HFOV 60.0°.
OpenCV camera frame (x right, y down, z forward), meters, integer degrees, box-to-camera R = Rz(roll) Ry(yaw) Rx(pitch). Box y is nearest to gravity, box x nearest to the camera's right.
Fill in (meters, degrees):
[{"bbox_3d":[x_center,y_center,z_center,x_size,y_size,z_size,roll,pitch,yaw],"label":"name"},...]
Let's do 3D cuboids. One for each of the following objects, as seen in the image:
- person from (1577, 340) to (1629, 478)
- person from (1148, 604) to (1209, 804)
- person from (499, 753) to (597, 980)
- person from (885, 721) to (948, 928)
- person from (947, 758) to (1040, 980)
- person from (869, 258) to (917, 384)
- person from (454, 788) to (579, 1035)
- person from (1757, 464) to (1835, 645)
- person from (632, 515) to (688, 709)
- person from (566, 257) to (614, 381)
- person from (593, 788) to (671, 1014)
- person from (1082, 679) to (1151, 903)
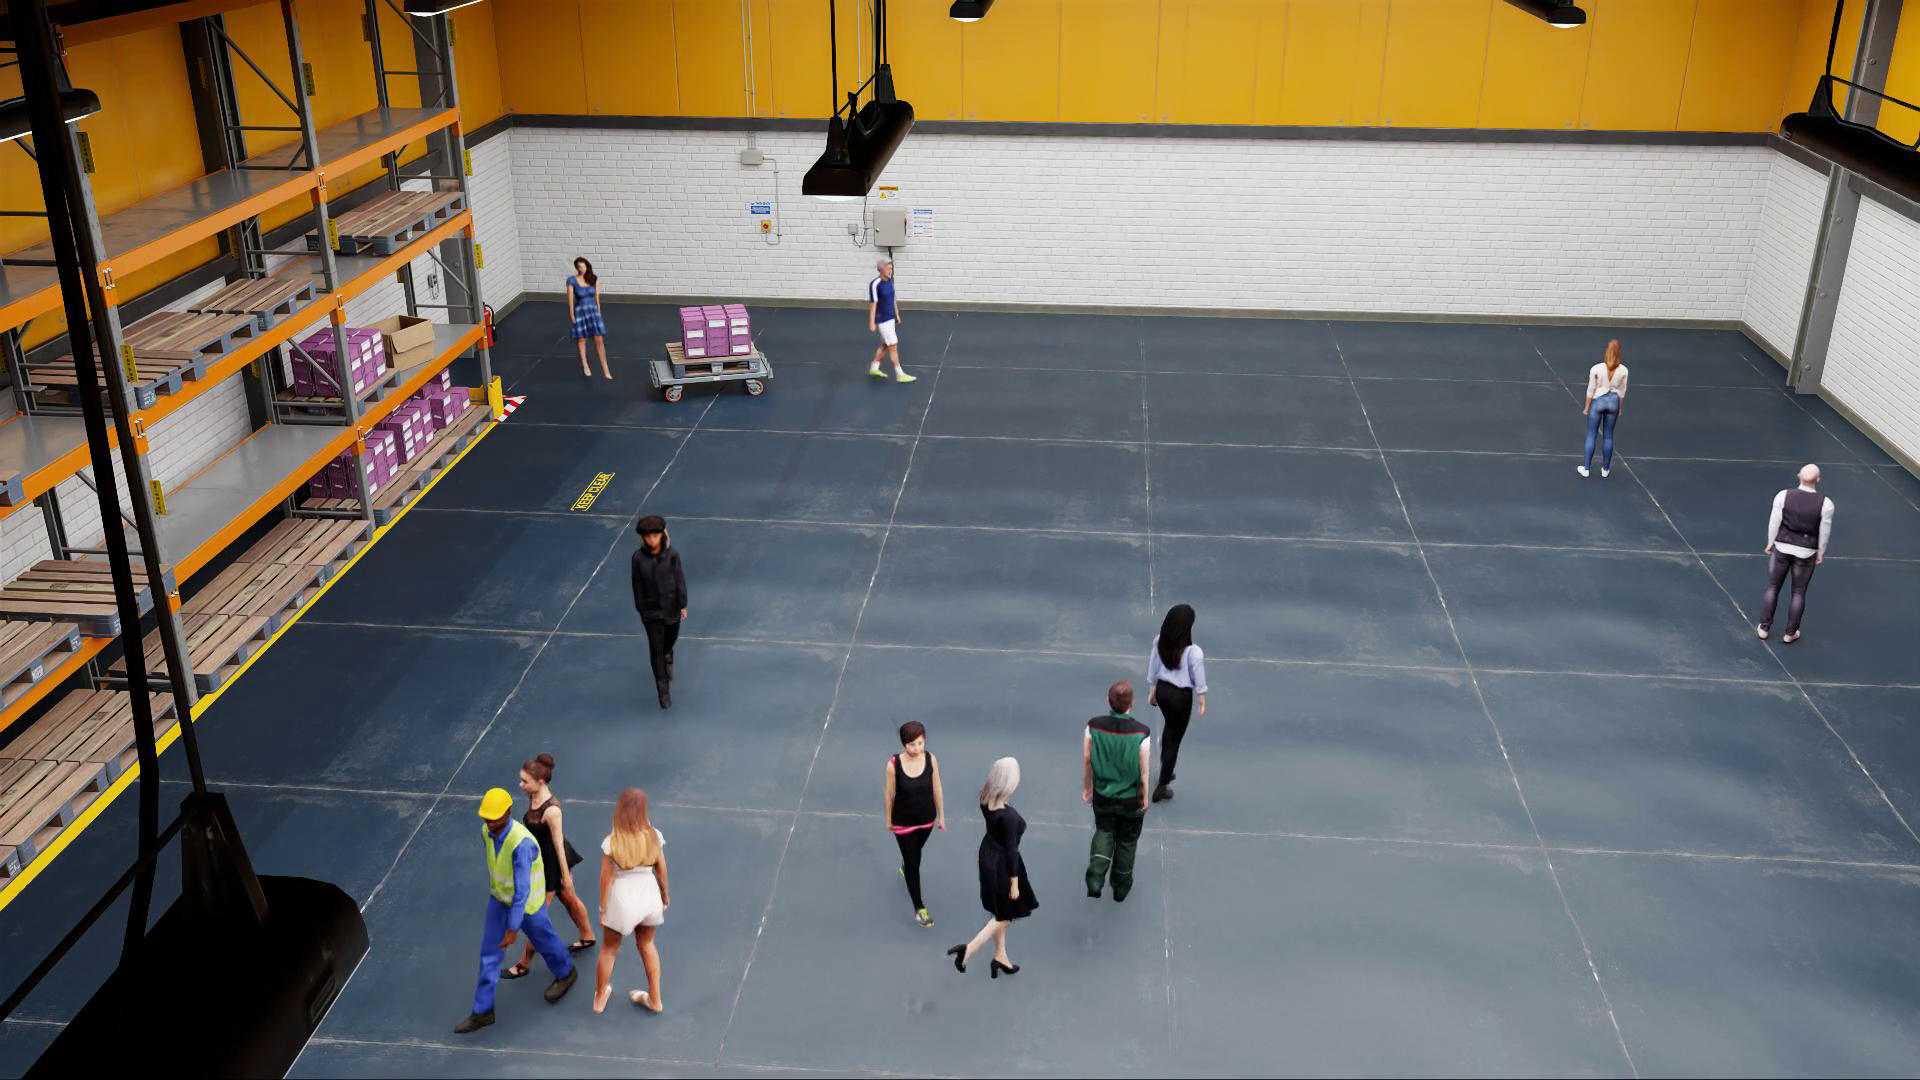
[{"bbox_3d":[7.820,-1.601,20.188,0.602,1.720,0.523,3,24,6],"label":"person"},{"bbox_3d":[1.674,1.347,13.436,0.814,1.727,0.859,19,30,37],"label":"person"},{"bbox_3d":[-2.747,2.216,11.539,0.964,1.653,0.997,-13,27,-27],"label":"person"},{"bbox_3d":[-0.356,1.993,12.228,0.859,1.511,1.091,-9,25,-19],"label":"person"},{"bbox_3d":[0.213,2.283,11.290,0.916,1.730,0.906,-11,26,-24],"label":"person"},{"bbox_3d":[-1.127,-3.103,23.534,0.926,1.793,1.028,11,26,23],"label":"person"},{"bbox_3d":[-2.864,2.377,11.033,0.990,1.765,1.259,14,27,29],"label":"person"},{"bbox_3d":[8.077,0.125,16.110,0.774,1.824,0.751,13,27,27],"label":"person"},{"bbox_3d":[-2.733,0.570,15.182,0.942,1.752,1.216,-8,25,-18],"label":"person"},{"bbox_3d":[-5.347,-3.143,23.659,1.026,1.766,1.166,-13,27,-28],"label":"person"},{"bbox_3d":[-2.110,2.434,11.021,0.846,1.670,0.850,-15,28,-31],"label":"person"},{"bbox_3d":[1.129,1.876,12.094,0.770,1.832,0.884,9,25,20],"label":"person"}]
